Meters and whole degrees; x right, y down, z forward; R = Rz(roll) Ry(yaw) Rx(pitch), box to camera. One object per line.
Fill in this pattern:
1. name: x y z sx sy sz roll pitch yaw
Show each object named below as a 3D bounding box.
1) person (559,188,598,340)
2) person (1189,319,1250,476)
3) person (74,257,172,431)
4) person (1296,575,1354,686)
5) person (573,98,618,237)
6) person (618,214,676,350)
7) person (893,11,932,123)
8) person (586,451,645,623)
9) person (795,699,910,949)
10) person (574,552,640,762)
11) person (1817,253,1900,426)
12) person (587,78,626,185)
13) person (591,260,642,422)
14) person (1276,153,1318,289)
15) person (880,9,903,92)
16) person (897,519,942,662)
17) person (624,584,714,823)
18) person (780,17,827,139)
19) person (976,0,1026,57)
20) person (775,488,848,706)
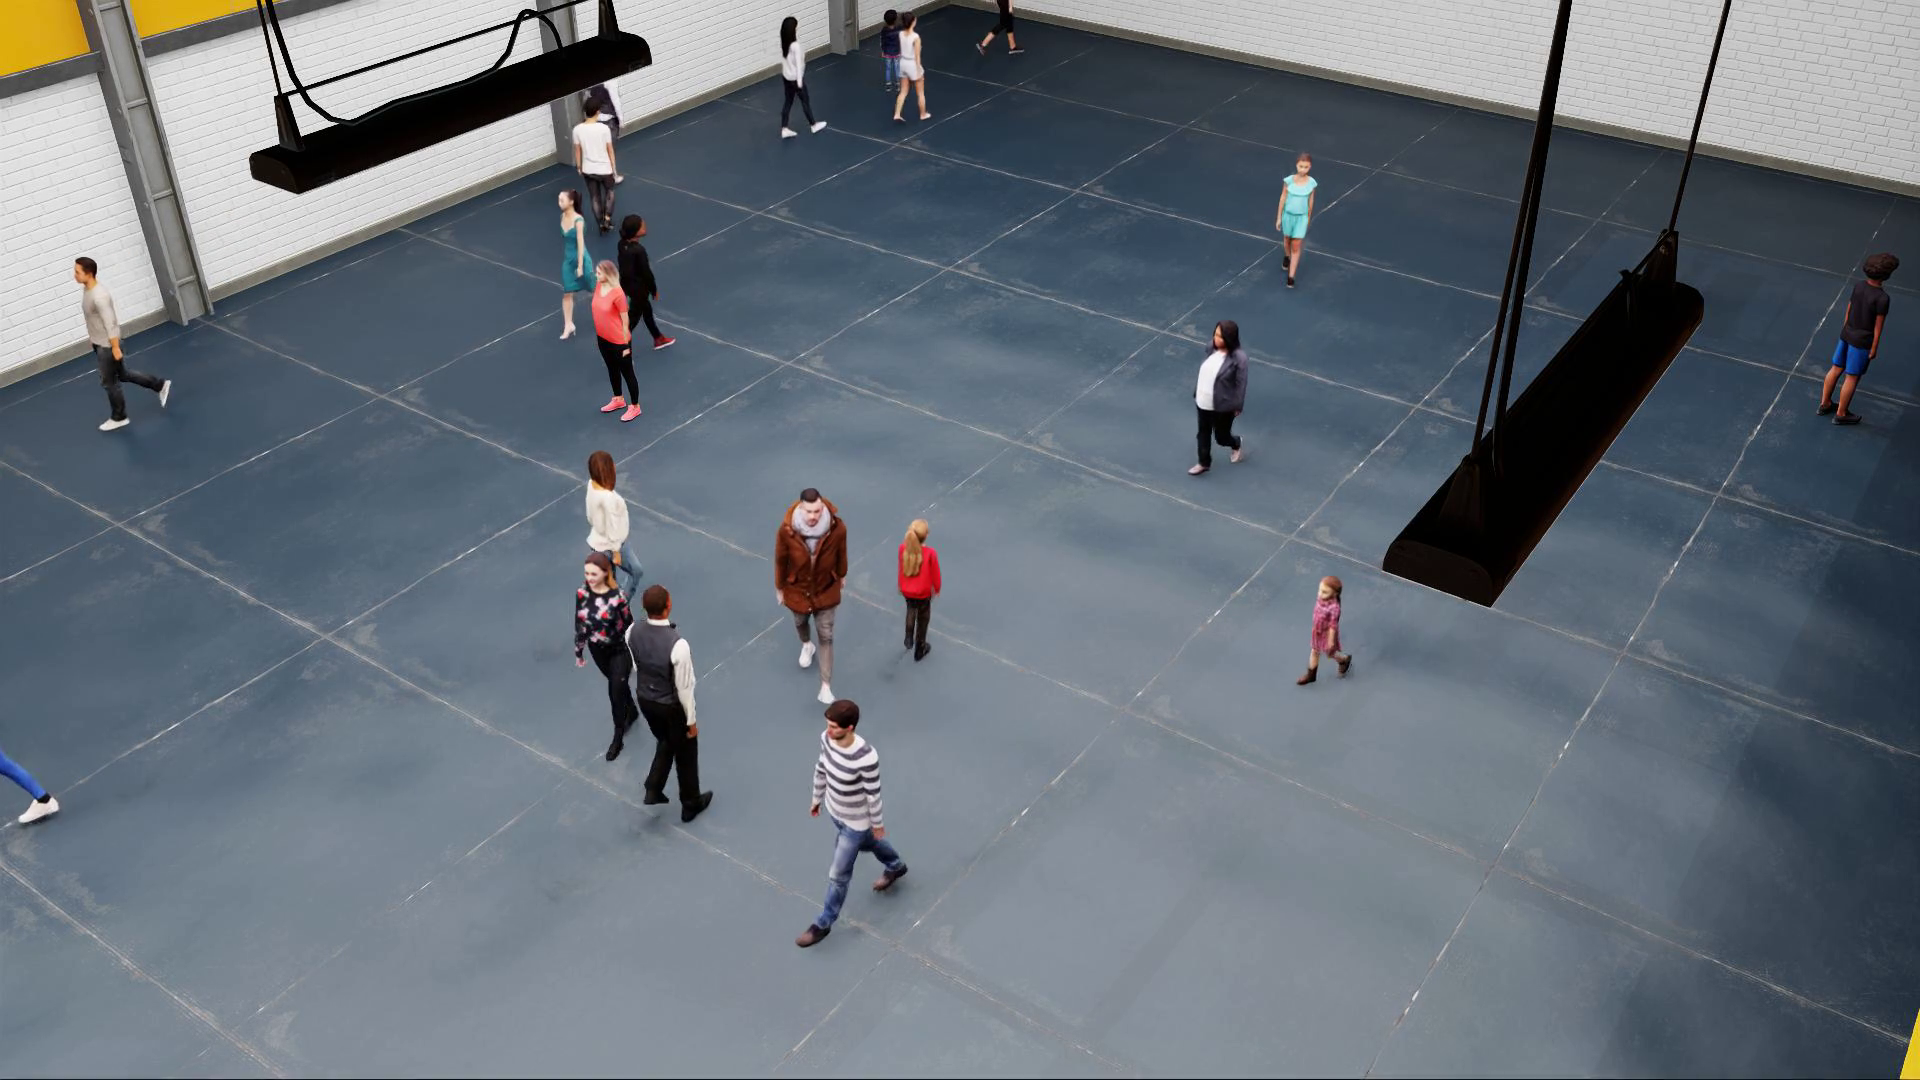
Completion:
1. person: -4.101 -3.029 18.182 0.595 1.648 1.016 24 40 31
2. person: 2.486 -1.345 15.708 0.904 1.581 0.769 -26 42 -34
3. person: -8.348 -1.978 16.470 1.085 1.792 0.828 -25 41 -32
4. person: 2.931 0.702 13.144 0.759 1.011 0.631 -13 36 -19
5. person: -4.466 -4.536 20.396 0.755 1.706 0.779 0 34 0
6. person: -3.480 -2.598 17.546 1.151 1.632 0.758 -28 43 -36
7. person: -0.760 -6.746 23.815 0.644 1.601 0.923 25 41 33
8. person: -2.928 0.049 13.529 0.754 1.672 0.747 -18 38 -25
9. person: -0.638 1.745 10.863 1.291 1.798 0.893 -25 41 -32
10. person: -2.581 0.764 12.465 0.743 1.659 0.918 10 35 15
11. person: 8.917 -2.009 16.510 0.751 1.799 0.707 -10 35 -15
12. person: -4.693 -5.496 21.750 0.724 1.806 0.638 24 41 32
13. person: -3.439 -2.011 16.607 0.611 1.695 0.549 25 41 33
14. person: 3.910 -3.787 19.436 0.784 1.522 1.130 10 35 14
15. person: -1.031 -7.410 25.159 0.588 1.220 0.601 6 34 9
16. person: -0.367 0.422 13.328 0.554 1.273 0.565 12 36 18
17. person: -2.111 1.182 11.620 0.772 1.898 0.868 19 38 26
18. person: -2.402 -6.456 23.311 0.993 1.677 0.789 -24 40 -31
19. person: 0.631 -8.507 26.377 1.157 1.699 0.981 -11 35 -17
20. person: -1.166 0.340 13.000 1.168 1.774 1.261 -2 34 -4
